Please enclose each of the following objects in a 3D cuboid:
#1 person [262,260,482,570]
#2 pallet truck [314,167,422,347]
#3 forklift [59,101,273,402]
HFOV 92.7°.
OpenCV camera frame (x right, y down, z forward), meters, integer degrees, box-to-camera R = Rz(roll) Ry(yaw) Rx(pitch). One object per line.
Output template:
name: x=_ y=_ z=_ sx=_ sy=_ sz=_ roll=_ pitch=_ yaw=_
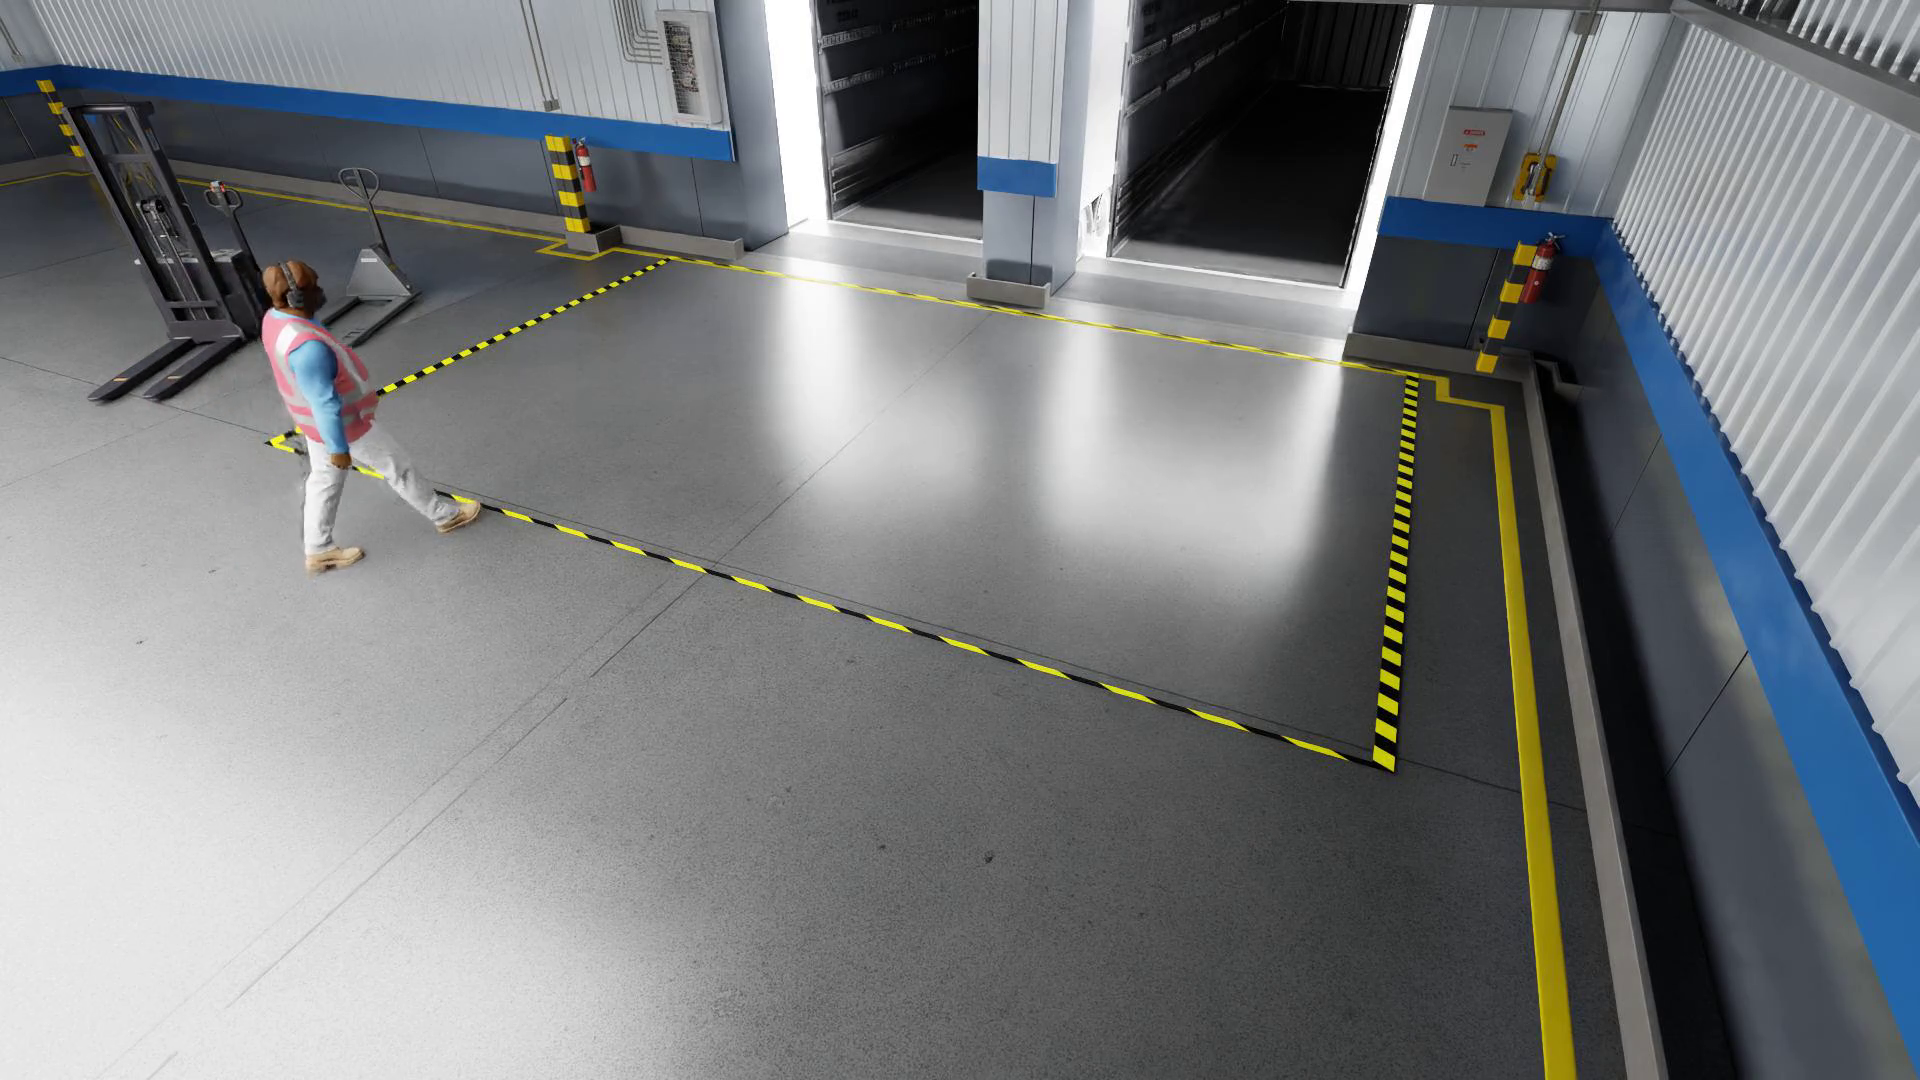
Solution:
person: x=-3.477 y=-0.693 z=5.200 sx=0.634 sy=1.791 sz=0.997 roll=27 pitch=43 yaw=33
pallet truck: x=-5.732 y=-2.611 z=8.414 sx=0.680 sy=1.201 sz=1.601 roll=-1 pitch=35 yaw=-1
forklift: x=-6.686 y=-2.387 z=7.434 sx=0.823 sy=1.965 sz=1.885 roll=-3 pitch=35 yaw=-5
